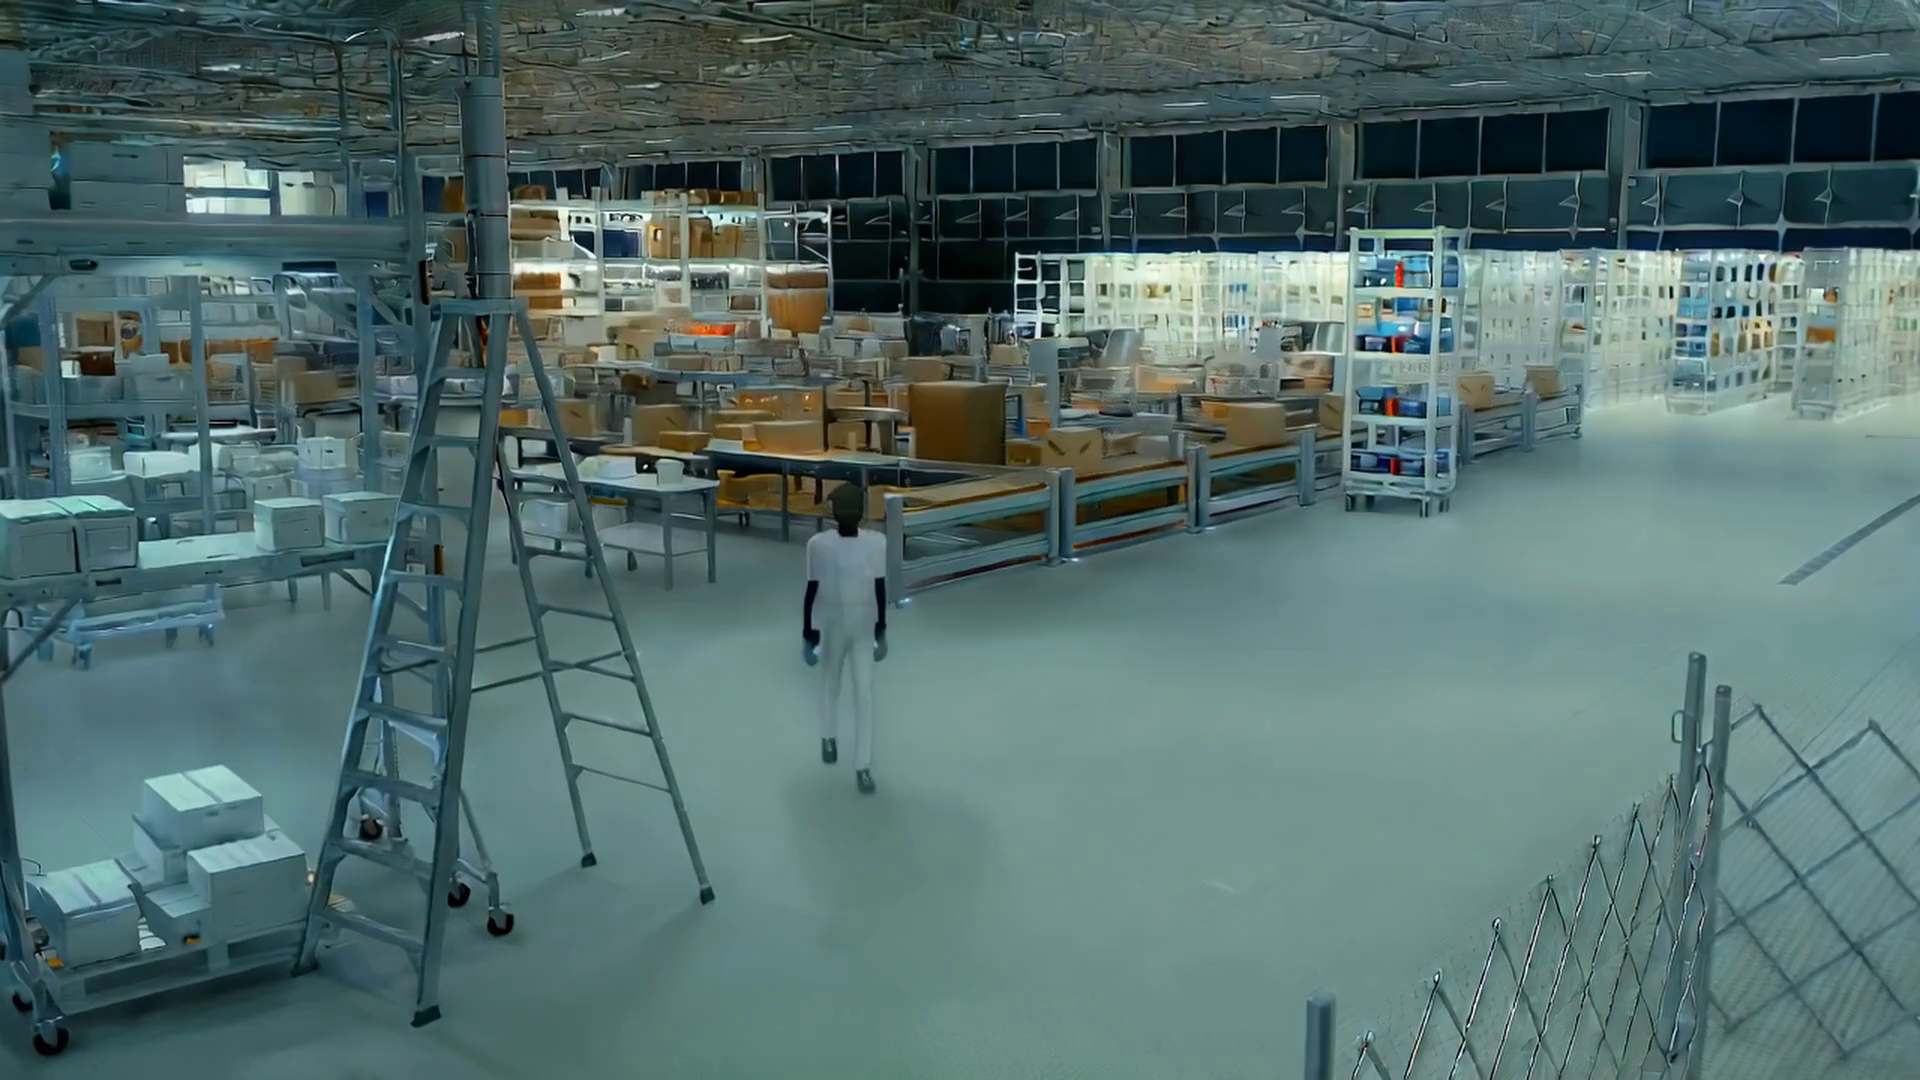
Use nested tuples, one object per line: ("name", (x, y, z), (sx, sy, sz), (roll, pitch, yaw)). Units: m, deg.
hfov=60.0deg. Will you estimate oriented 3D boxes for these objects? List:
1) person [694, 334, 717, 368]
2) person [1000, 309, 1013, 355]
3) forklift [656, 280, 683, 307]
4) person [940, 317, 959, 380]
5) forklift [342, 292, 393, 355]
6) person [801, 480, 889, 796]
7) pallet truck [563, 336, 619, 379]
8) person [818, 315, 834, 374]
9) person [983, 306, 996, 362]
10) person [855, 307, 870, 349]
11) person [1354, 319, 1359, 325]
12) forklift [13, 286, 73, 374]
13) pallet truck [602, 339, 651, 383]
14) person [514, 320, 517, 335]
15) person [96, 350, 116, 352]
("person", (-6.304, -4.447, 40.828), (0.996, 1.890, 0.623), (6, 11, 32))
("person", (1.733, -7.721, 61.797), (0.485, 1.735, 0.346), (-2, 9, -14))
("forklift", (-9.769, -7.379, 56.084), (1.129, 2.768, 1.873), (-2, 9, -10))
("person", (-0.279, -5.454, 47.407), (0.588, 1.805, 0.906), (-2, 9, -12))
("forklift", (-16.485, -5.622, 45.120), (1.129, 2.768, 1.873), (7, 11, 37))
("person", (-0.694, 0.532, 9.987), (0.536, 1.836, 0.934), (-2, 9, -13))
("pallet truck", (-10.690, -5.294, 48.215), (1.601, 1.201, 0.680), (-5, 10, -26))
("person", (-3.825, -5.548, 47.913), (0.404, 1.834, 0.591), (-8, 12, -41))
("person", (1.002, -7.079, 57.233), (0.407, 1.913, 0.641), (4, 10, 22))
("person", (-3.857, -8.367, 65.917), (0.586, 1.699, 0.925), (-2, 9, -10))
("person", (11.484, -5.551, 48.025), (0.598, 1.803, 0.766), (-5, 10, -28))
("forklift", (-24.397, -5.426, 43.898), (1.873, 2.768, 1.129), (7, 11, 37))
("pallet truck", (-8.991, -4.871, 45.351), (0.653, 1.274, 1.630), (7, 11, 37))
("person", (-16.103, -7.465, 59.651), (0.401, 1.910, 0.641), (-4, 10, -22))
("person", (-32.503, -8.075, 63.133), (0.613, 2.020, 0.878), (5, 10, 28))
